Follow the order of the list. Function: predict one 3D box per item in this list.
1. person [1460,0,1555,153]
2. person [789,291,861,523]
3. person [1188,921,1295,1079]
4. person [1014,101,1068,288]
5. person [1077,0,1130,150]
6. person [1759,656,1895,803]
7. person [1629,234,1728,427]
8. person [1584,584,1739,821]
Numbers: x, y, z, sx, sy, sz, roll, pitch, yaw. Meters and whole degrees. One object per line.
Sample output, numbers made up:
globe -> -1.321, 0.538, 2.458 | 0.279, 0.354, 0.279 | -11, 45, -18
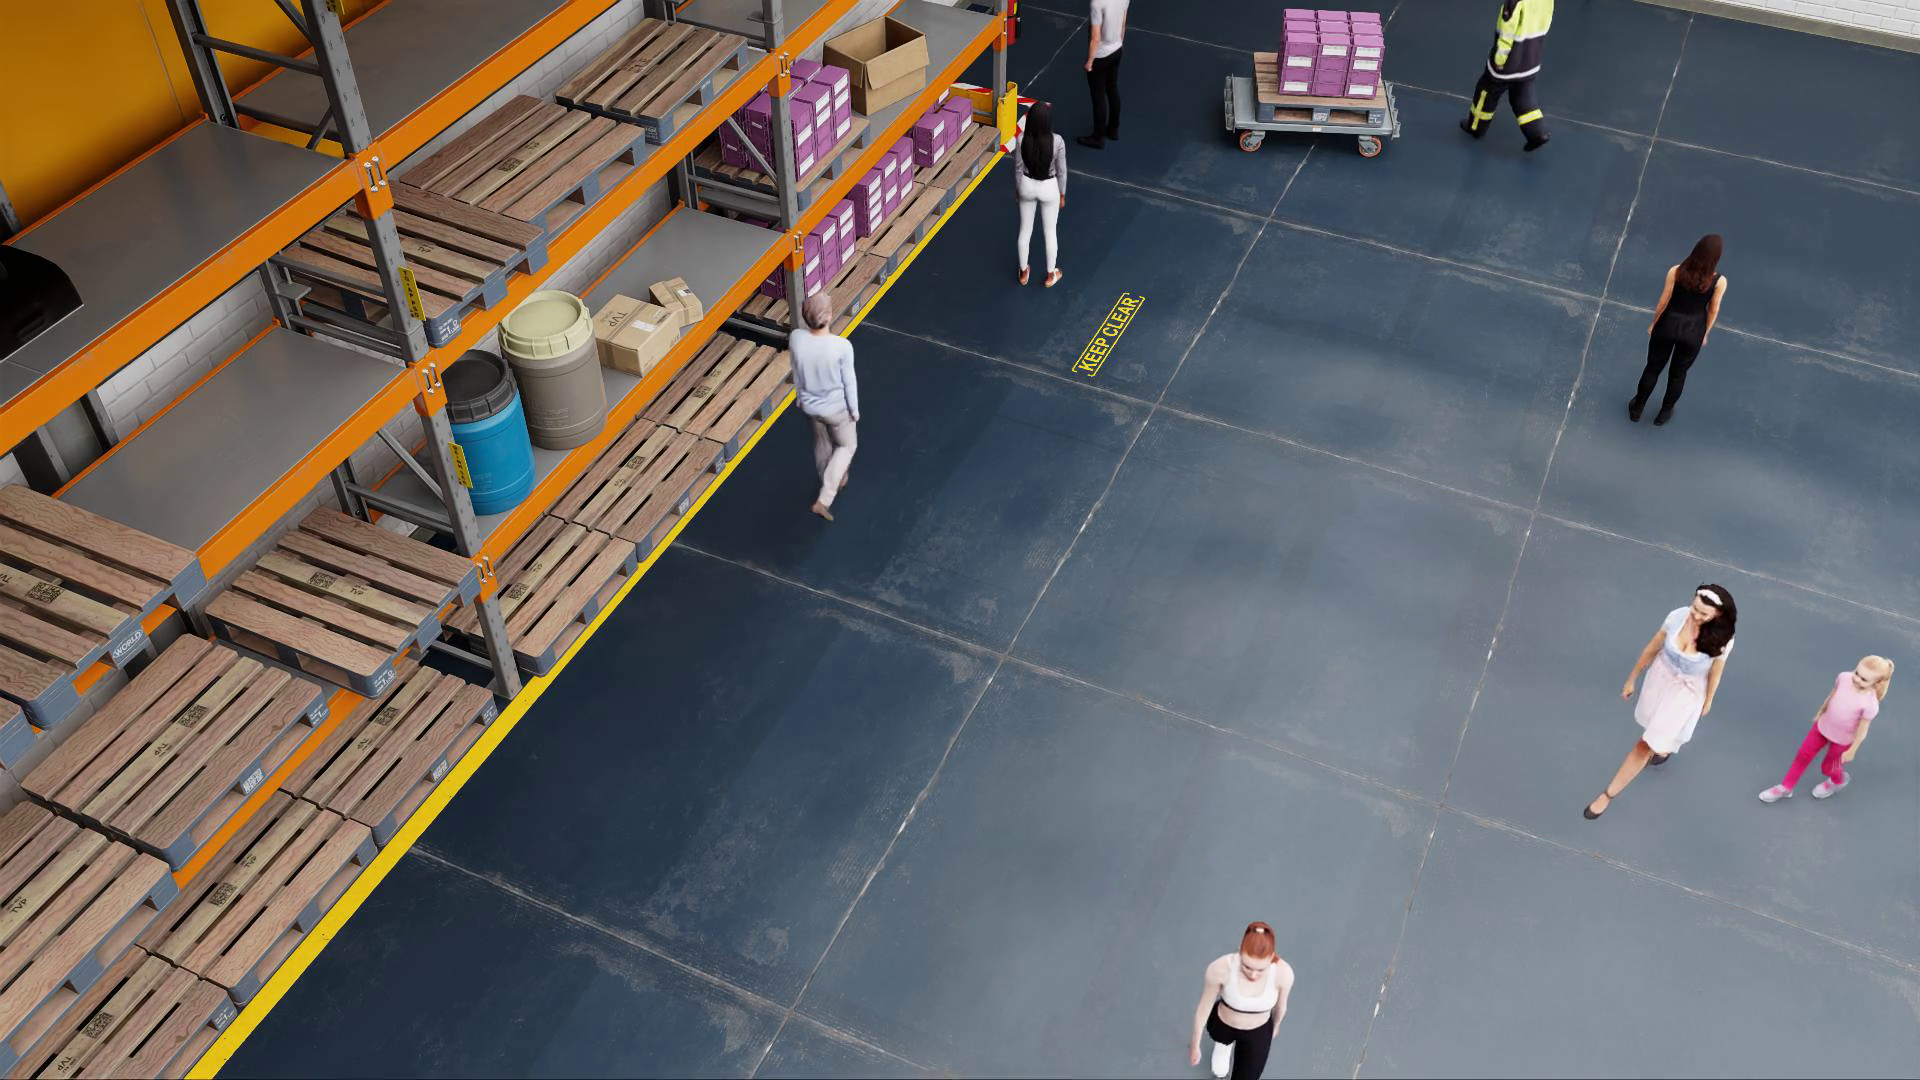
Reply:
person -> 5.281, -4.535, 15.554 | 1.253, 1.948, 1.218 | -23, 48, -22
person -> -0.992, -0.898, 11.789 | 0.675, 1.875, 0.975 | 15, 46, 15
person -> 1.406, 2.409, 8.455 | 0.831, 1.685, 1.261 | 7, 44, 7
person -> 0.666, -2.921, 14.022 | 0.632, 1.724, 0.578 | 10, 45, 10
person -> 1.371, -4.588, 15.671 | 0.781, 1.864, 0.604 | 33, 53, 30
person -> 5.355, 1.152, 10.081 | 0.832, 1.263, 0.784 | -13, 45, -13
person -> 5.472, -1.593, 12.654 | 0.582, 1.688, 0.538 | 17, 46, 17
person -> 4.328, 0.885, 10.008 | 1.288, 1.751, 0.996 | -29, 51, -27
